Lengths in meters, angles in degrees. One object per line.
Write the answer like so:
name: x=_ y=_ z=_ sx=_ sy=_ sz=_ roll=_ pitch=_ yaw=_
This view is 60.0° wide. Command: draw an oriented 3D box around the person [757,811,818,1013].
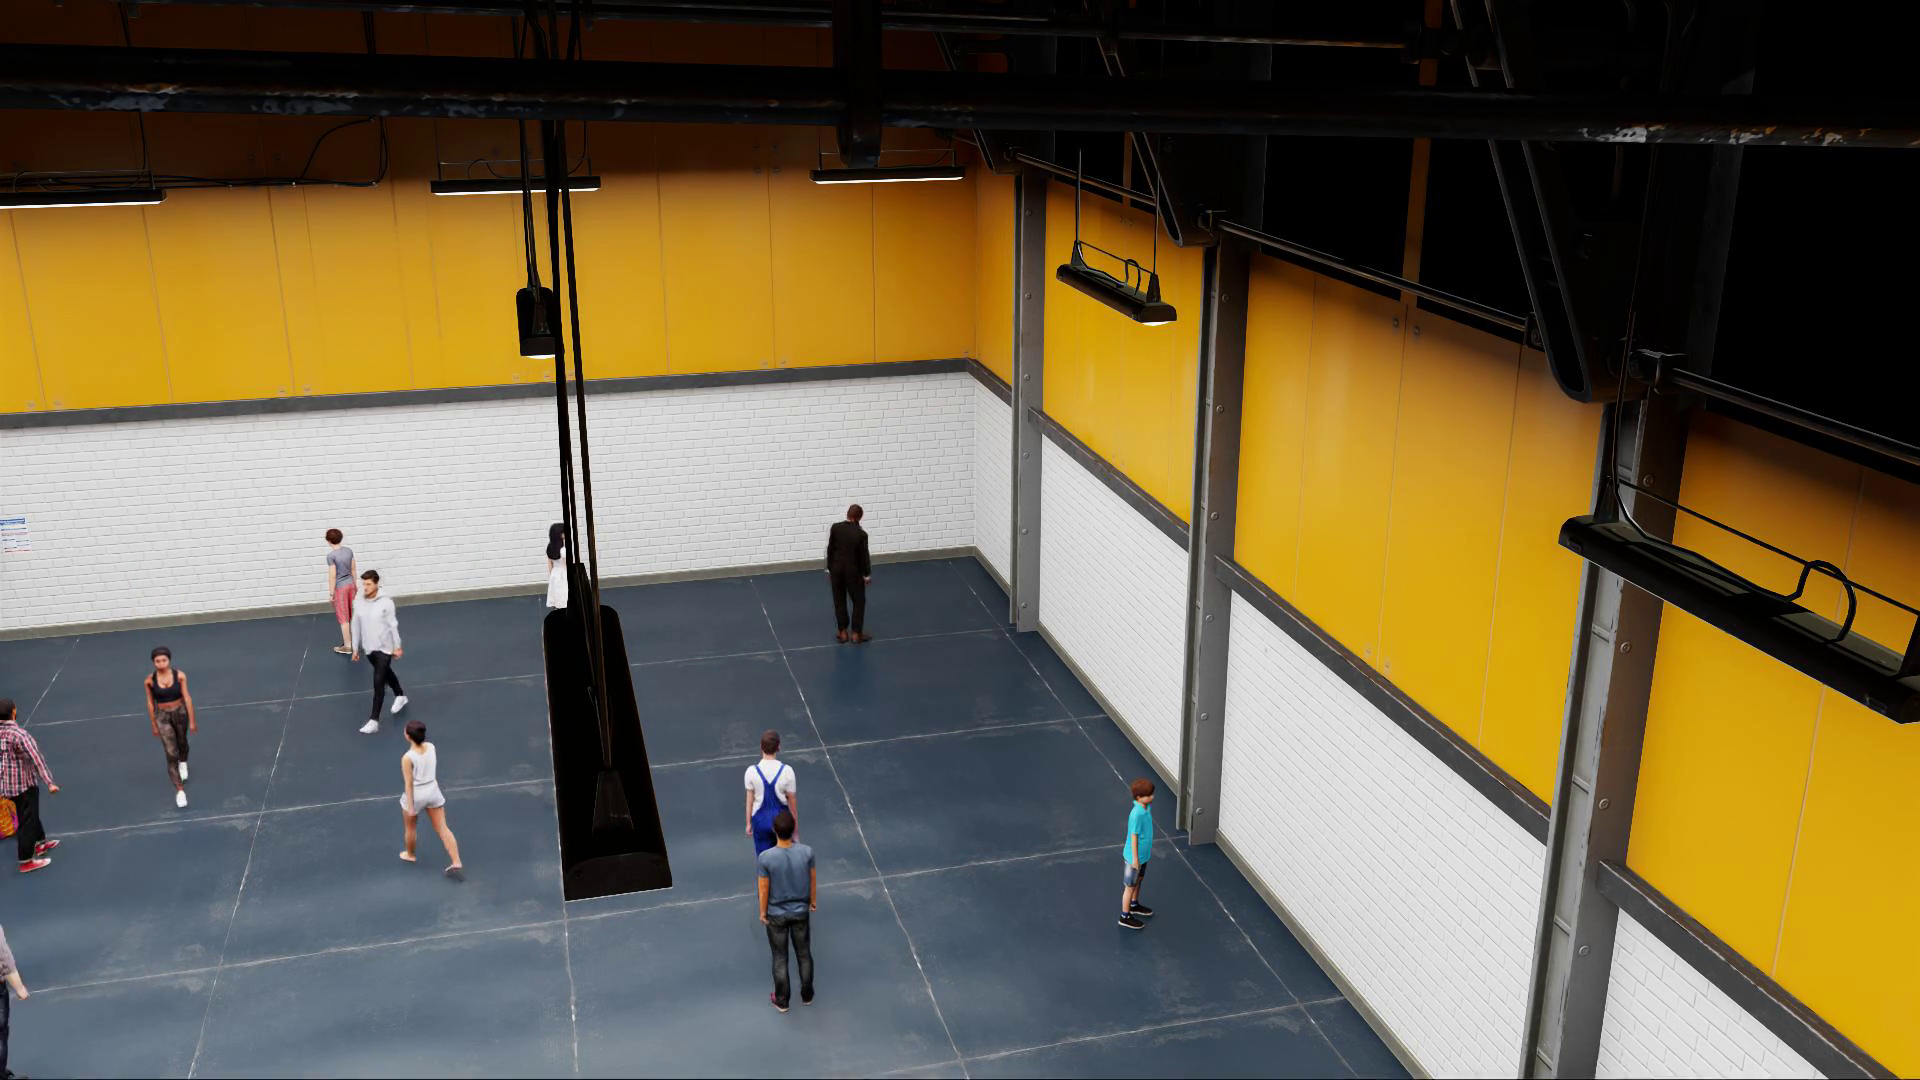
person: x=-1.439 y=3.095 z=13.935 sx=0.665 sy=1.810 sz=0.552 roll=-7 pitch=20 yaw=-19

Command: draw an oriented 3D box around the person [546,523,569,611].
person: x=-5.093 y=0.626 z=21.322 sx=0.756 sy=1.775 sz=0.833 roll=14 pitch=23 yaw=37

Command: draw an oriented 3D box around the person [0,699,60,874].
person: x=-9.186 y=2.393 z=16.117 sx=0.967 sy=1.748 sz=1.021 roll=10 pitch=21 yaw=26

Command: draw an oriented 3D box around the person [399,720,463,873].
person: x=-5.127 y=2.507 z=16.055 sx=1.119 sy=1.572 sz=1.013 roll=12 pitch=22 yaw=33

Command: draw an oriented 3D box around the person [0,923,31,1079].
person: x=-7.524 y=3.472 z=12.694 sx=0.815 sy=1.888 sz=0.812 roll=4 pitch=19 yaw=13

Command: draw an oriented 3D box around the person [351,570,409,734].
person: x=-6.722 y=1.233 z=19.363 sx=1.098 sy=1.876 sz=1.356 roll=4 pitch=19 yaw=12

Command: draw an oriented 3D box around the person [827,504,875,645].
person: x=-1.493 y=0.427 z=21.743 sx=0.871 sy=1.883 sz=0.864 roll=-1 pitch=19 yaw=-3

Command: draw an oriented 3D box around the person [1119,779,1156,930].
person: x=1.620 y=2.842 z=15.256 sx=0.648 sy=1.448 sz=0.571 roll=8 pitch=20 yaw=22

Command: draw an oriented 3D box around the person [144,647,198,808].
person: x=-8.381 y=1.905 z=17.708 sx=0.756 sy=1.658 sz=1.207 roll=-9 pitch=21 yaw=-25

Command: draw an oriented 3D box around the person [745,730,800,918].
person: x=-1.721 y=2.661 z=15.187 sx=0.722 sy=1.834 sz=0.806 roll=-2 pitch=19 yaw=-5

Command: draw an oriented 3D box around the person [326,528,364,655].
person: x=-7.954 y=0.644 z=21.467 sx=0.722 sy=1.649 sz=0.663 roll=11 pitch=21 yaw=29
